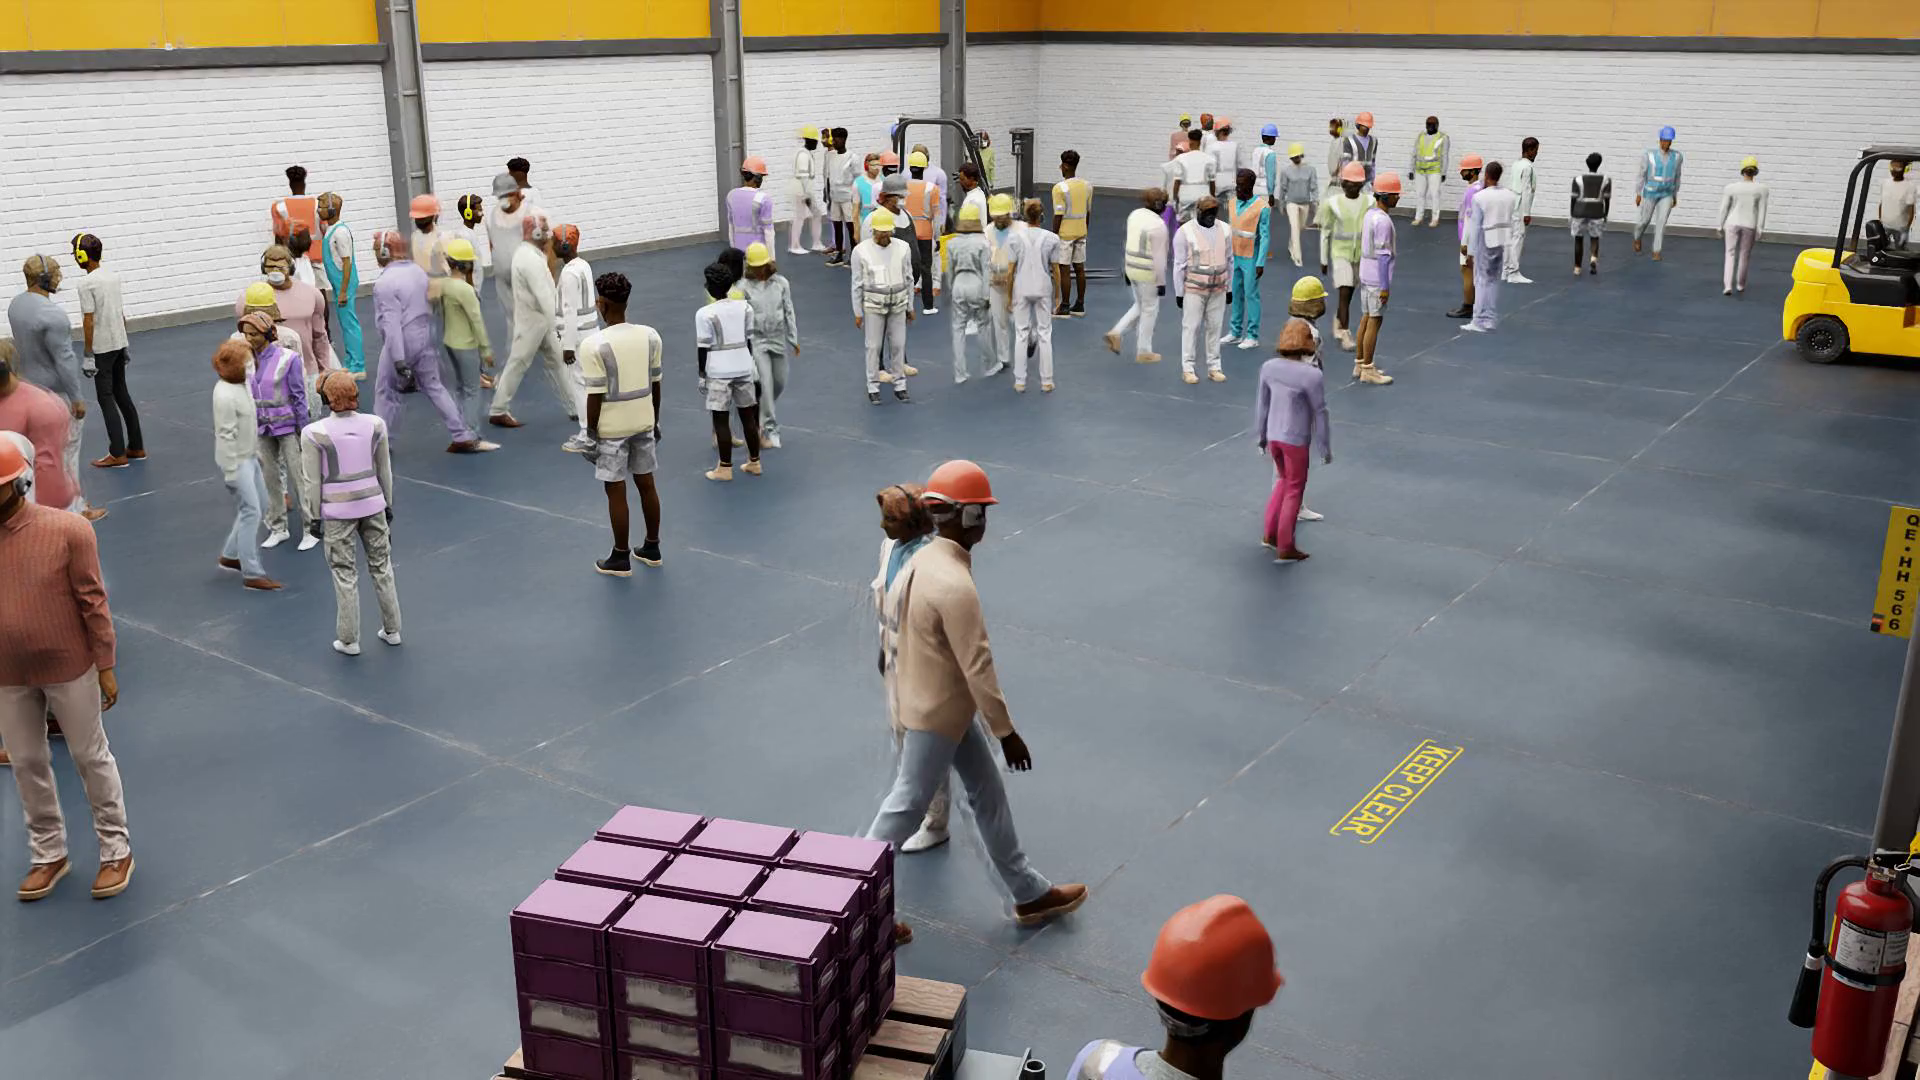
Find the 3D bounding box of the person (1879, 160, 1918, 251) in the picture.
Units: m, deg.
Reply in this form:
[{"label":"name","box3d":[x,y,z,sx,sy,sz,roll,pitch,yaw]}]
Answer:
[{"label":"person","box3d":[11.784,-3.947,20.986,1.031,1.816,0.522,-12,21,-32]}]

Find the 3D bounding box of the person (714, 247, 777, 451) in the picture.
[{"label":"person","box3d":[-1.825,-1.579,13.763,0.531,1.679,0.553,-8,20,-24]}]

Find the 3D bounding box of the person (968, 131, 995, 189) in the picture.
[{"label":"person","box3d":[0.346,-5.922,27.464,0.491,1.624,0.308,-8,20,-24]}]

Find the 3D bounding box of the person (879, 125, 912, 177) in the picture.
[{"label":"person","box3d":[-0.984,-5.225,24.826,0.626,1.909,0.806,11,21,31]}]

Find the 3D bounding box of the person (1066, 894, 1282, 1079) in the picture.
[{"label":"person","box3d":[0.461,1.612,3.403,0.391,1.928,0.552,-16,24,-41]}]

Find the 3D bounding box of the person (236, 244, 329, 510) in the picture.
[{"label":"person","box3d":[-4.892,-1.191,12.153,0.629,1.937,0.377,-15,23,-39]}]

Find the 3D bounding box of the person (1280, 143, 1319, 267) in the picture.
[{"label":"person","box3d":[4.852,-4.848,23.961,0.546,1.717,0.881,-2,18,-5]}]

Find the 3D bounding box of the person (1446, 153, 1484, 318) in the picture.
[{"label":"person","box3d":[6.009,-3.597,19.693,0.389,1.930,0.546,8,20,24]}]

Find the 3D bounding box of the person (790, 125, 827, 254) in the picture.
[{"label":"person","box3d":[-2.214,-5.194,24.721,0.745,1.893,0.597,2,18,8]}]

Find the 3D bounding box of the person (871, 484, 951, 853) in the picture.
[{"label":"person","box3d":[-0.197,0.542,7.227,0.314,1.632,0.524,-9,20,-27]}]

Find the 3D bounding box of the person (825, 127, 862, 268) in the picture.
[{"label":"person","box3d":[-1.655,-4.845,23.530,0.609,1.965,0.368,13,22,36]}]

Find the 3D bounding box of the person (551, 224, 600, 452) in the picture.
[{"label":"person","box3d":[-3.155,-1.661,13.726,0.351,1.878,0.568,-1,18,-3]}]

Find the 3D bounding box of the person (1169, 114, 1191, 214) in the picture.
[{"label":"person","box3d":[3.996,-6.726,29.765,0.532,1.756,0.339,-2,18,-7]}]

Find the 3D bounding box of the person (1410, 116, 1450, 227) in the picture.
[{"label":"person","box3d":[7.895,-6.209,28.021,0.645,1.831,0.430,16,24,41]}]

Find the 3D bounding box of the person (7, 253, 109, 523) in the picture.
[{"label":"person","box3d":[-6.389,-1.049,11.724,0.636,1.931,0.377,13,22,34]}]

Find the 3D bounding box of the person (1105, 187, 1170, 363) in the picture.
[{"label":"person","box3d":[1.871,-2.700,17.067,0.543,1.815,0.660,-8,19,-22]}]

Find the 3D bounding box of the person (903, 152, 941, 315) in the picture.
[{"label":"person","box3d":[-0.511,-3.643,19.837,0.590,1.927,0.367,3,18,10]}]

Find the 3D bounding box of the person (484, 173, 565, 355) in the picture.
[{"label":"person","box3d":[-4.443,-2.794,16.997,0.699,2.000,0.860,2,18,7]}]

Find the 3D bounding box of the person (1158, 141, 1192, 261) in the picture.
[{"label":"person","box3d":[3.112,-4.933,24.229,0.682,1.703,0.396,-4,18,-12]}]

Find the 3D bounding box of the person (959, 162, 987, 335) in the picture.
[{"label":"person","box3d":[0.155,-3.264,18.671,0.392,1.915,0.587,0,18,1]}]

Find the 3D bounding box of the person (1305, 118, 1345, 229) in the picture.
[{"label":"person","box3d":[6.265,-6.063,27.595,0.982,1.825,0.497,-6,19,-17]}]

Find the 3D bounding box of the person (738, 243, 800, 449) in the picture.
[{"label":"person","box3d":[-1.653,-1.670,14.028,0.524,1.704,0.703,-9,20,-26]}]

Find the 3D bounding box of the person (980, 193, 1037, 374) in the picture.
[{"label":"person","box3d":[0.513,-2.598,16.775,0.625,1.799,0.662,9,20,25]}]

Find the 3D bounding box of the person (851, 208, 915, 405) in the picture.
[{"label":"person","box3d":[-0.704,-2.158,15.367,0.606,1.818,0.403,-7,19,-20]}]

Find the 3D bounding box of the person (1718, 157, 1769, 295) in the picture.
[{"label":"person","box3d":[10.019,-4.020,21.322,0.541,1.739,0.740,8,19,23]}]

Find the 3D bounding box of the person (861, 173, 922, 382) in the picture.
[{"label":"person","box3d":[-0.634,-2.584,16.340,0.536,2.000,0.684,12,21,32]}]

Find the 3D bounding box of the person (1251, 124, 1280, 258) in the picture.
[{"label":"person","box3d":[4.469,-5.118,24.434,0.415,1.939,0.605,-4,18,-14]}]

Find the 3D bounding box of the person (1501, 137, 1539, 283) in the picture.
[{"label":"person","box3d":[7.502,-4.418,22.278,0.392,1.916,0.587,0,18,1]}]

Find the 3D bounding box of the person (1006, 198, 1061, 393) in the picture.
[{"label":"person","box3d":[0.694,-2.308,15.794,0.517,1.842,0.326,1,18,3]}]

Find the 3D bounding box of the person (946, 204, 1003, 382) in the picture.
[{"label":"person","box3d":[0.137,-2.448,16.427,0.499,1.714,0.726,8,19,24]}]

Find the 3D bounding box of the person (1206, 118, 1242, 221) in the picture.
[{"label":"person","box3d":[3.976,-5.310,25.014,0.668,1.980,0.773,-6,19,-17]}]

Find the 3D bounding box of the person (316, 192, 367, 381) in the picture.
[{"label":"person","box3d":[-6.082,-2.480,16.328,0.344,1.847,0.505,-9,20,-27]}]

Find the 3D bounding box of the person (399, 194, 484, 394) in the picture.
[{"label":"person","box3d":[-5.026,-2.363,15.928,0.550,1.879,1.011,12,21,32]}]

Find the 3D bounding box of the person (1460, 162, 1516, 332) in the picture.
[{"label":"person","box3d":[6.007,-3.325,18.933,0.599,1.888,0.511,-9,20,-27]}]

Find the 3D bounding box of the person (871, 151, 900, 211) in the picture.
[{"label":"person","box3d":[-0.831,-3.684,19.962,0.544,1.930,0.388,-9,20,-27]}]
